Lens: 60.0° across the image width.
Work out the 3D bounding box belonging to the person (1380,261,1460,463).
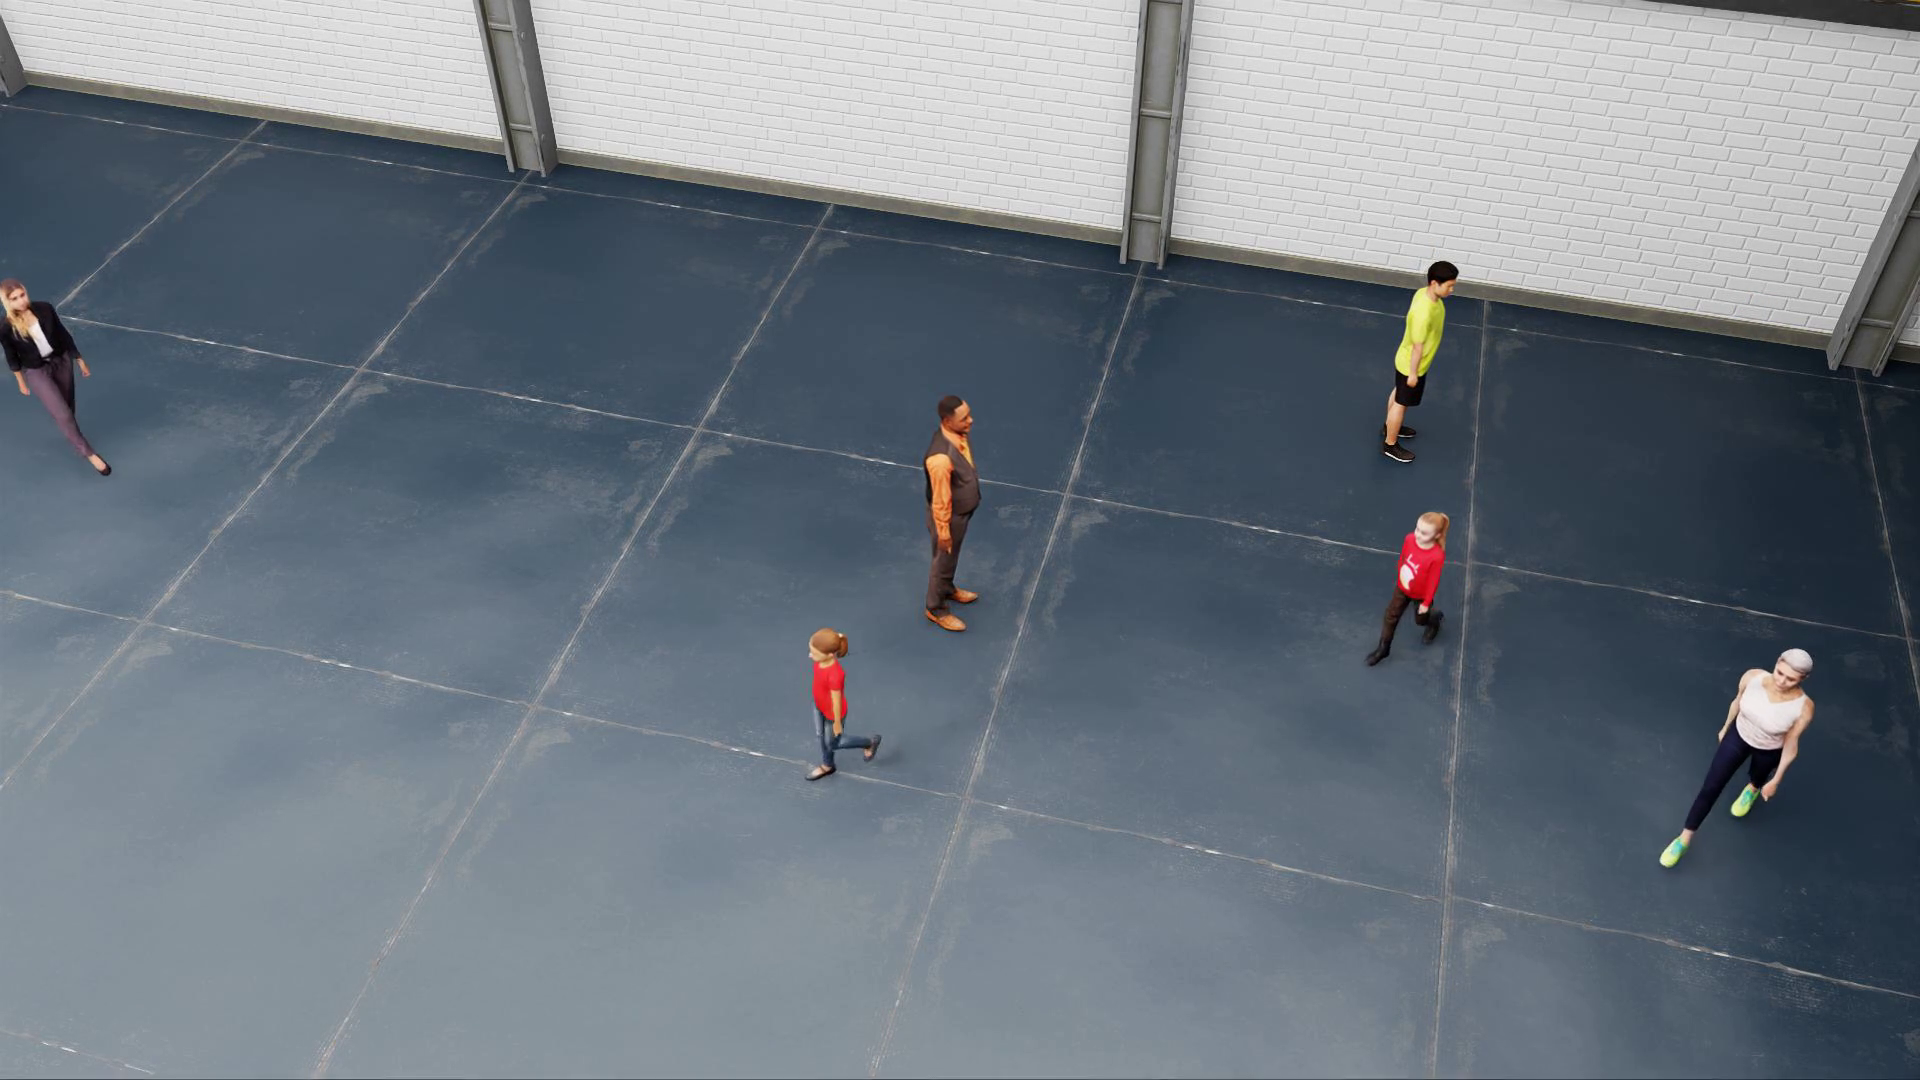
[{"bbox_3d":[3.424,-1.378,12.535,0.522,1.705,0.613,12,45,12],"label":"person"}]

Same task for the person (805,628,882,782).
[{"bbox_3d":[-0.743,1.015,10.320,0.805,1.296,0.730,-19,47,-18],"label":"person"}]

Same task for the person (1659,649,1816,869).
[{"bbox_3d":[4.760,1.199,9.873,1.107,1.647,1.199,-33,53,-30],"label":"person"}]

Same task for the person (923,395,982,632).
[{"bbox_3d":[-0.076,-0.209,11.161,0.587,1.908,0.680,12,45,12],"label":"person"}]

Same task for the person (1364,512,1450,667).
[{"bbox_3d":[3.077,0.307,11.087,0.836,1.262,0.870,-32,52,-29],"label":"person"}]

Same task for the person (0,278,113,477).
[{"bbox_3d":[-6.867,-1.275,12.481,1.114,1.631,0.857,27,50,25],"label":"person"}]
